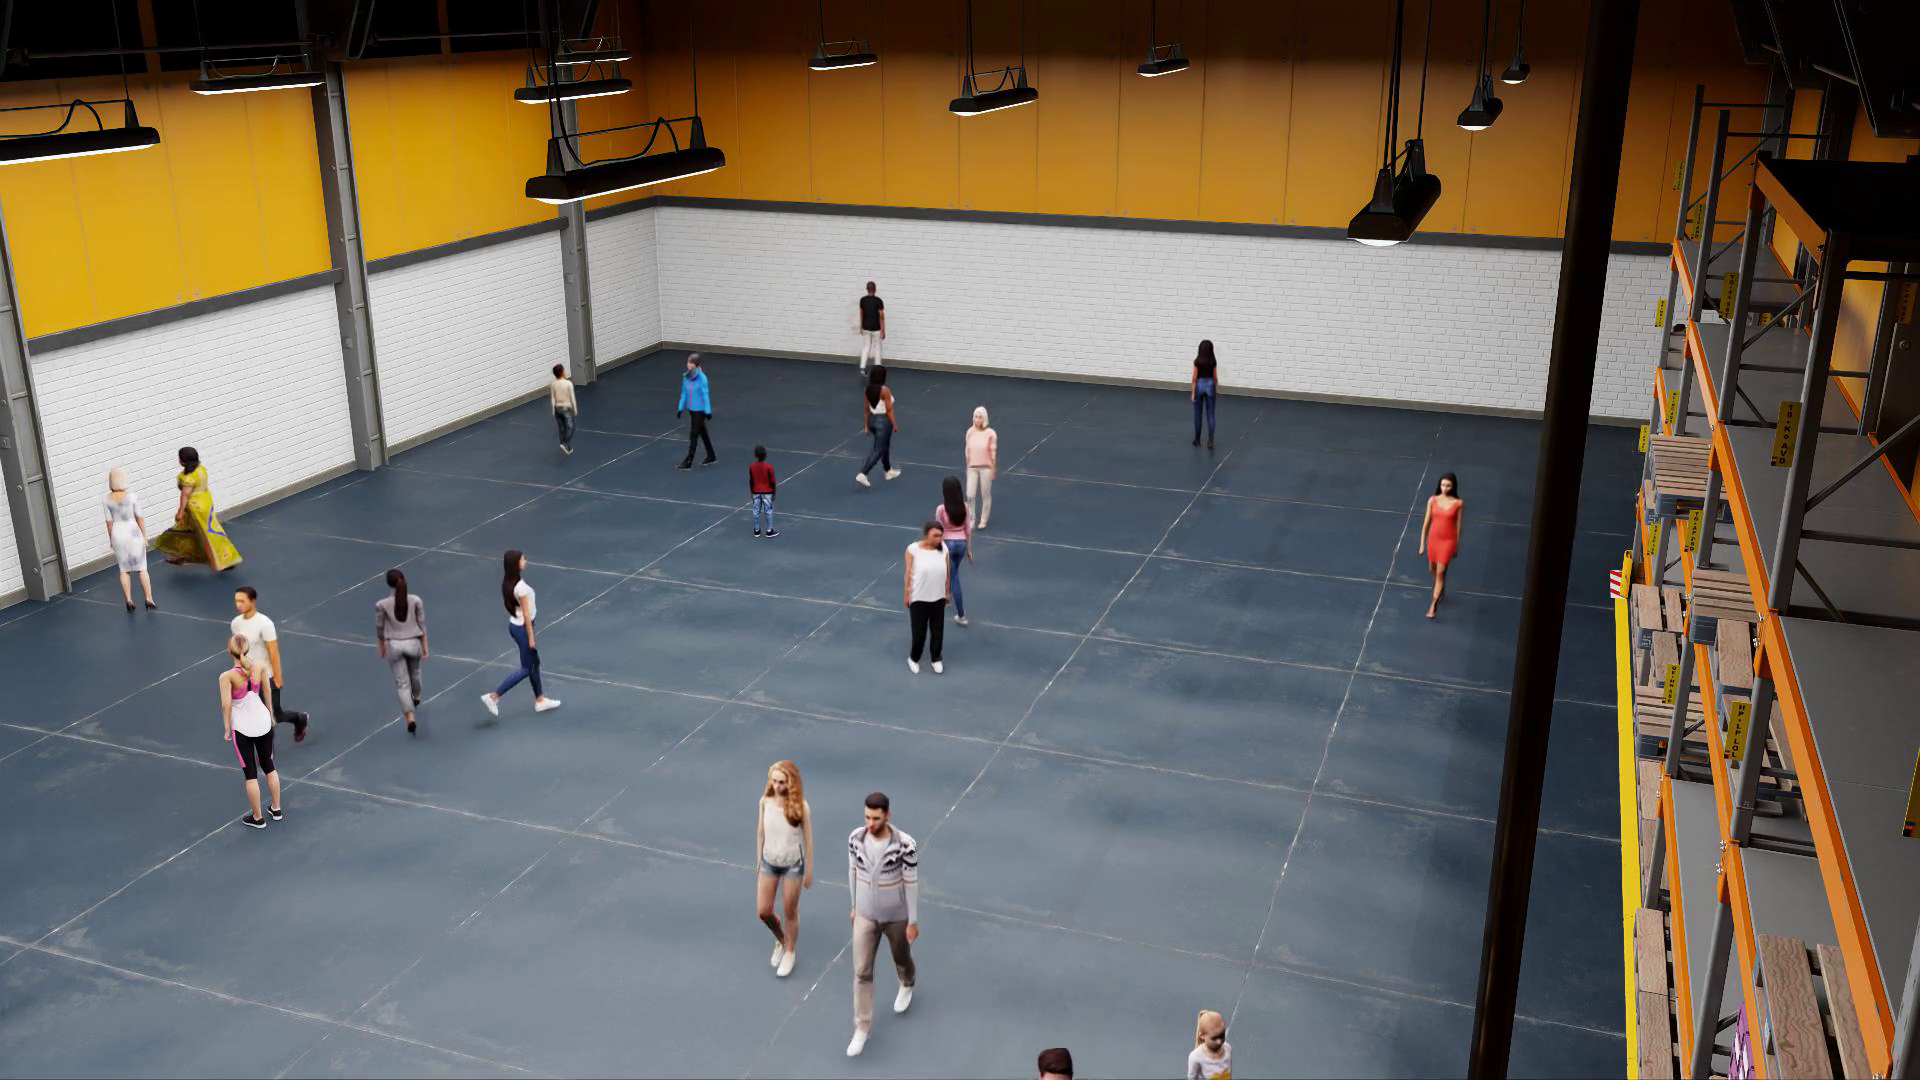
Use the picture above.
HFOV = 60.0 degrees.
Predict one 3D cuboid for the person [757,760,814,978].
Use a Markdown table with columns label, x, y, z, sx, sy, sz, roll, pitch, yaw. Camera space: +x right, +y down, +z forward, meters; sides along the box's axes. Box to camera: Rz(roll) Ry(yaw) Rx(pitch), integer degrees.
| label | x | y | z | sx | sy | sz | roll | pitch | yaw |
| --- | --- | --- | --- | --- | --- | --- | --- | --- | --- |
| person | -1.286 | 2.398 | 12.384 | 0.642 | 1.750 | 0.638 | 4 | 19 | 12 |

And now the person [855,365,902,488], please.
| label | x | y | z | sx | sy | sz | roll | pitch | yaw |
| --- | --- | --- | --- | --- | --- | --- | --- | --- | --- |
| person | -1.229 | -1.629 | 24.308 | 1.281 | 1.771 | 1.001 | -17 | 25 | -40 |

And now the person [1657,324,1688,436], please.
| label | x | y | z | sx | sy | sz | roll | pitch | yaw |
| --- | --- | --- | --- | --- | --- | --- | --- | --- | --- |
| person | 11.606 | -2.619 | 27.124 | 0.743 | 1.850 | 0.520 | 4 | 19 | 12 |

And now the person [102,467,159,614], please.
| label | x | y | z | sx | sy | sz | roll | pitch | yaw |
| --- | --- | --- | --- | --- | --- | --- | --- | --- | --- |
| person | -9.766 | -0.006 | 19.522 | 0.646 | 1.750 | 0.671 | -4 | 19 | -13 |

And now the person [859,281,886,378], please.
| label | x | y | z | sx | sy | sz | roll | pitch | yaw |
| --- | --- | --- | --- | --- | --- | --- | --- | --- | --- |
| person | -1.672 | -3.939 | 31.106 | 0.681 | 1.810 | 0.852 | 8 | 20 | 22 |

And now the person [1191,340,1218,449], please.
| label | x | y | z | sx | sy | sz | roll | pitch | yaw |
| --- | --- | --- | --- | --- | --- | --- | --- | --- | --- |
| person | 3.894 | -2.331 | 26.440 | 0.641 | 1.740 | 0.661 | -1 | 19 | -3 |

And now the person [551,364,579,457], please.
| label | x | y | z | sx | sy | sz | roll | pitch | yaw |
| --- | --- | --- | --- | --- | --- | --- | --- | --- | --- |
| person | -6.190 | -1.997 | 25.895 | 0.617 | 1.457 | 0.784 | 4 | 19 | 11 |

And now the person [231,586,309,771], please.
| label | x | y | z | sx | sy | sz | roll | pitch | yaw |
| --- | --- | --- | --- | --- | --- | --- | --- | --- | --- |
| person | -6.549 | 1.258 | 15.713 | 0.644 | 1.784 | 0.910 | 6 | 19 | 17 |

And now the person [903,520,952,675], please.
| label | x | y | z | sx | sy | sz | roll | pitch | yaw |
| --- | --- | --- | --- | --- | --- | --- | --- | --- | --- |
| person | -0.341 | 0.579 | 17.894 | 0.823 | 1.680 | 0.884 | -6 | 20 | -18 |

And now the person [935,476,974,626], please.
| label | x | y | z | sx | sy | sz | roll | pitch | yaw |
| --- | --- | --- | --- | --- | --- | --- | --- | --- | --- |
| person | -0.053 | 0.144 | 19.147 | 1.073 | 1.704 | 1.136 | -8 | 20 | -23 |

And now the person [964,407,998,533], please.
| label | x | y | z | sx | sy | sz | roll | pitch | yaw |
| --- | --- | --- | --- | --- | --- | --- | --- | --- | --- |
| person | 0.312 | -0.982 | 22.481 | 0.619 | 1.710 | 0.810 | 6 | 19 | 17 |

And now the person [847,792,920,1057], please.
| label | x | y | z | sx | sy | sz | roll | pitch | yaw |
| --- | --- | --- | --- | --- | --- | --- | --- | --- | --- |
| person | -0.501 | 2.588 | 11.711 | 0.746 | 1.818 | 1.175 | 6 | 19 | 16 |

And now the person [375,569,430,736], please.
| label | x | y | z | sx | sy | sz | roll | pitch | yaw |
| --- | --- | --- | --- | --- | --- | --- | --- | --- | --- |
| person | -5.460 | 1.138 | 16.329 | 1.078 | 1.619 | 1.166 | -7 | 20 | -21 |

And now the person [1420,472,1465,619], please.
| label | x | y | z | sx | sy | sz | roll | pitch | yaw |
| --- | --- | --- | --- | --- | --- | --- | --- | --- | --- |
| person | 5.663 | 0.032 | 19.499 | 0.685 | 1.692 | 1.100 | 9 | 21 | 25 |

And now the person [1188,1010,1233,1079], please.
| label | x | y | z | sx | sy | sz | roll | pitch | yaw |
| --- | --- | --- | --- | --- | --- | --- | --- | --- | --- |
| person | 1.496 | 3.420 | 10.088 | 0.575 | 1.279 | 0.638 | -9 | 21 | -26 |

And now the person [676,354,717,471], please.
| label | x | y | z | sx | sy | sz | roll | pitch | yaw |
| --- | --- | --- | --- | --- | --- | --- | --- | --- | --- |
| person | -3.918 | -1.954 | 25.286 | 0.908 | 1.762 | 1.145 | 18 | 25 | 42 |

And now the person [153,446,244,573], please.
| label | x | y | z | sx | sy | sz | roll | pitch | yaw |
| --- | --- | --- | --- | --- | --- | --- | --- | --- | --- |
| person | -9.403 | -0.346 | 20.757 | 1.163 | 1.605 | 1.372 | -2 | 19 | -4 |

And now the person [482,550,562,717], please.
| label | x | y | z | sx | sy | sz | roll | pitch | yaw |
| --- | --- | --- | --- | --- | --- | --- | --- | --- | --- |
| person | -4.454 | 0.965 | 16.635 | 1.106 | 1.752 | 0.993 | -11 | 22 | -30 |

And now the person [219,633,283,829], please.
| label | x | y | z | sx | sy | sz | roll | pitch | yaw |
| --- | --- | --- | --- | --- | --- | --- | --- | --- | --- |
| person | -6.189 | 1.654 | 14.534 | 0.728 | 1.788 | 0.569 | 14 | 23 | 36 |

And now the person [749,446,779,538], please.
| label | x | y | z | sx | sy | sz | roll | pitch | yaw |
| --- | --- | --- | --- | --- | --- | --- | --- | --- | --- |
| person | -2.642 | -0.654 | 22.222 | 0.535 | 1.254 | 0.520 | 5 | 19 | 14 |
